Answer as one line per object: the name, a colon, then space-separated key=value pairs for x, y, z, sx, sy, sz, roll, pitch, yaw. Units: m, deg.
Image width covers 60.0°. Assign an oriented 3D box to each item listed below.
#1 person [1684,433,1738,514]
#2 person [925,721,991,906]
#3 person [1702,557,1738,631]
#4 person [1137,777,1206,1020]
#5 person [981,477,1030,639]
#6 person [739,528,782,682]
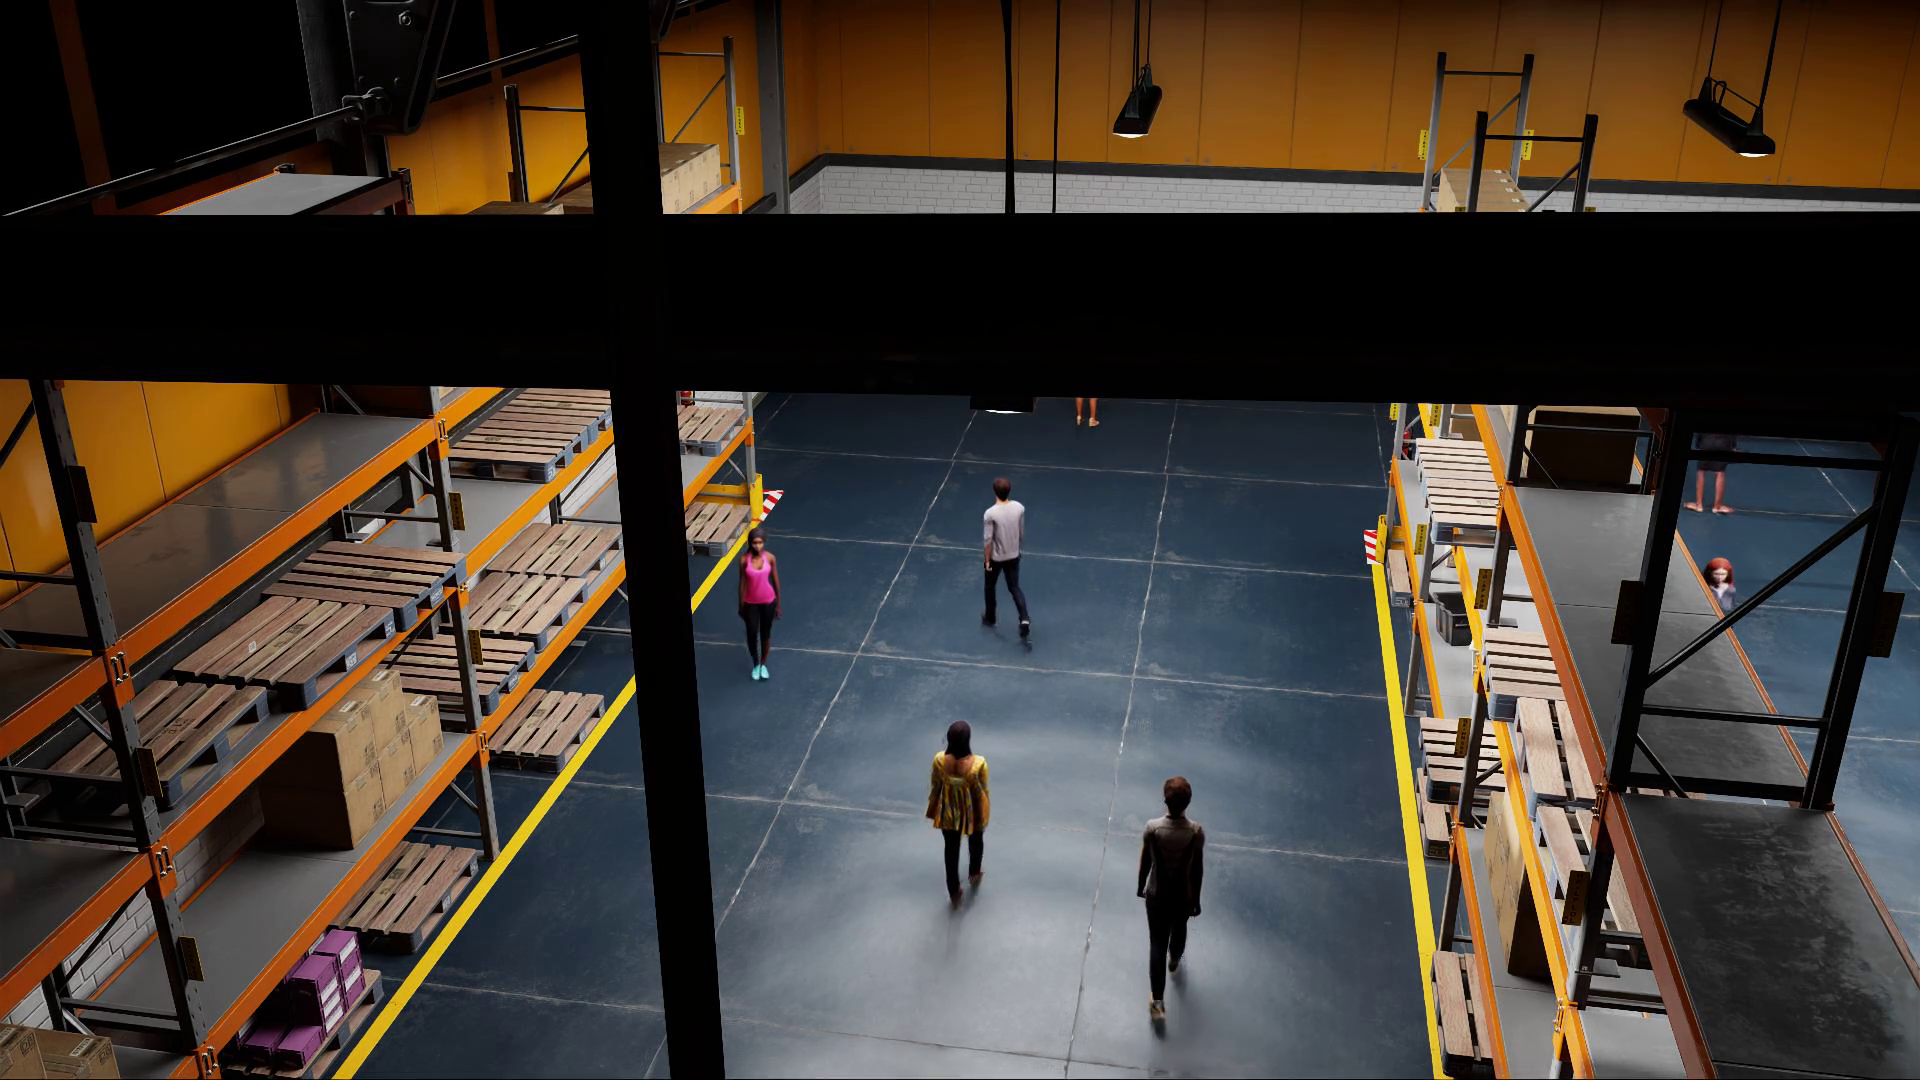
person: x=9.804 y=-1.165 z=21.474 sx=0.768 sy=1.704 sz=0.489 roll=10 pitch=25 yaw=21
person: x=-0.012 y=2.286 z=13.663 sx=0.704 sy=1.637 sz=0.818 roll=5 pitch=24 yaw=12
person: x=7.396 y=0.955 z=16.550 sx=0.679 sy=1.764 sz=0.898 roll=0 pitch=24 yaw=1
person: x=1.577 y=2.705 z=12.440 sx=0.684 sy=1.849 sz=1.235 roll=2 pitch=24 yaw=6
person: x=0.519 y=0.208 z=18.194 sx=1.011 sy=1.816 sz=1.186 roll=-9 pitch=25 yaw=-20
person: x=-2.100 y=0.631 z=17.354 sx=0.690 sy=1.712 sz=0.724 roll=-5 pitch=24 yaw=-11
